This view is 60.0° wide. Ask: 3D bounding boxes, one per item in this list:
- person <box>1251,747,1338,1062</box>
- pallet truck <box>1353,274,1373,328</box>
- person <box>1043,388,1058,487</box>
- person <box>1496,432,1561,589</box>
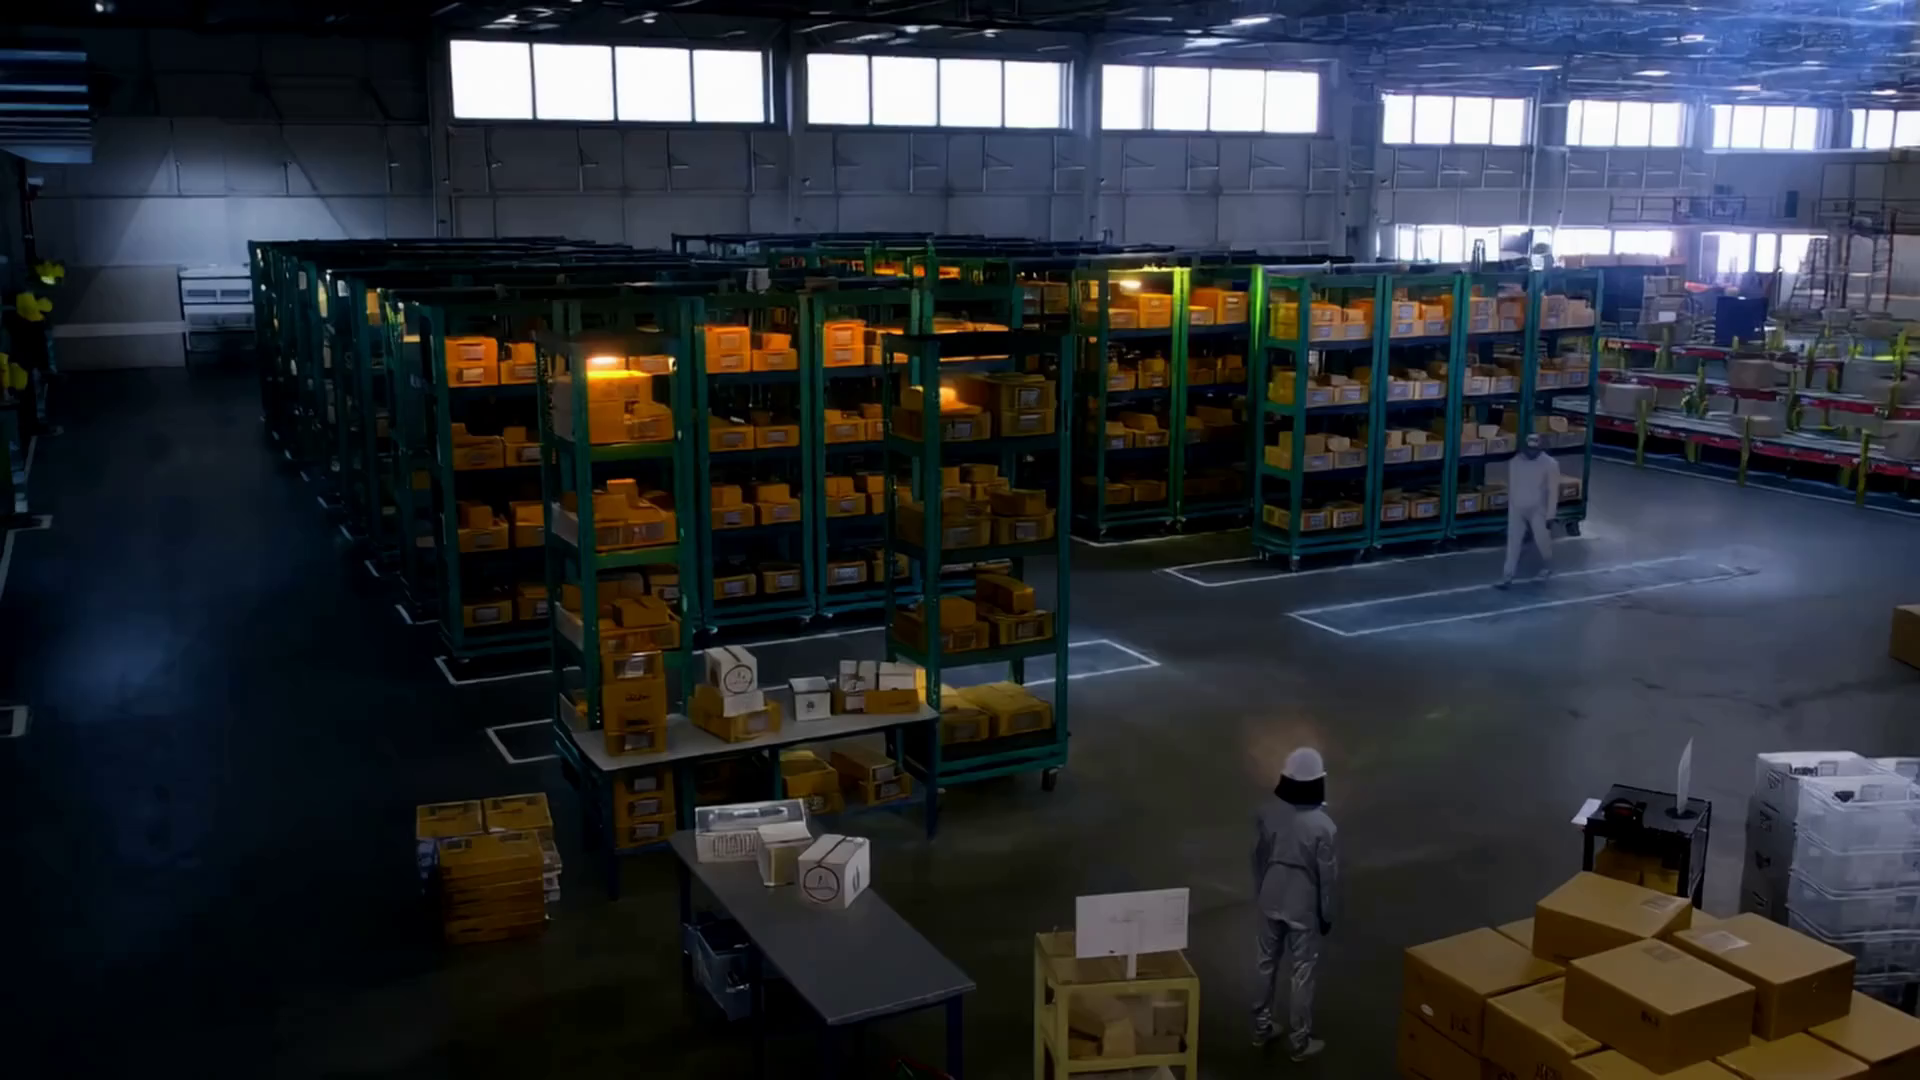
[{"bbox_3d":[1.821,1.961,9.042,0.480,1.734,0.333,9,15,37],"label":"person"},{"bbox_3d":[13.011,-8.050,55.243,0.823,1.965,1.885,-7,14,-28],"label":"pallet truck"},{"bbox_3d":[1.724,-1.821,26.235,1.011,1.953,0.613,-7,14,-31],"label":"person"},{"bbox_3d":[6.779,-0.375,19.705,0.651,1.857,0.994,11,16,42],"label":"person"}]
